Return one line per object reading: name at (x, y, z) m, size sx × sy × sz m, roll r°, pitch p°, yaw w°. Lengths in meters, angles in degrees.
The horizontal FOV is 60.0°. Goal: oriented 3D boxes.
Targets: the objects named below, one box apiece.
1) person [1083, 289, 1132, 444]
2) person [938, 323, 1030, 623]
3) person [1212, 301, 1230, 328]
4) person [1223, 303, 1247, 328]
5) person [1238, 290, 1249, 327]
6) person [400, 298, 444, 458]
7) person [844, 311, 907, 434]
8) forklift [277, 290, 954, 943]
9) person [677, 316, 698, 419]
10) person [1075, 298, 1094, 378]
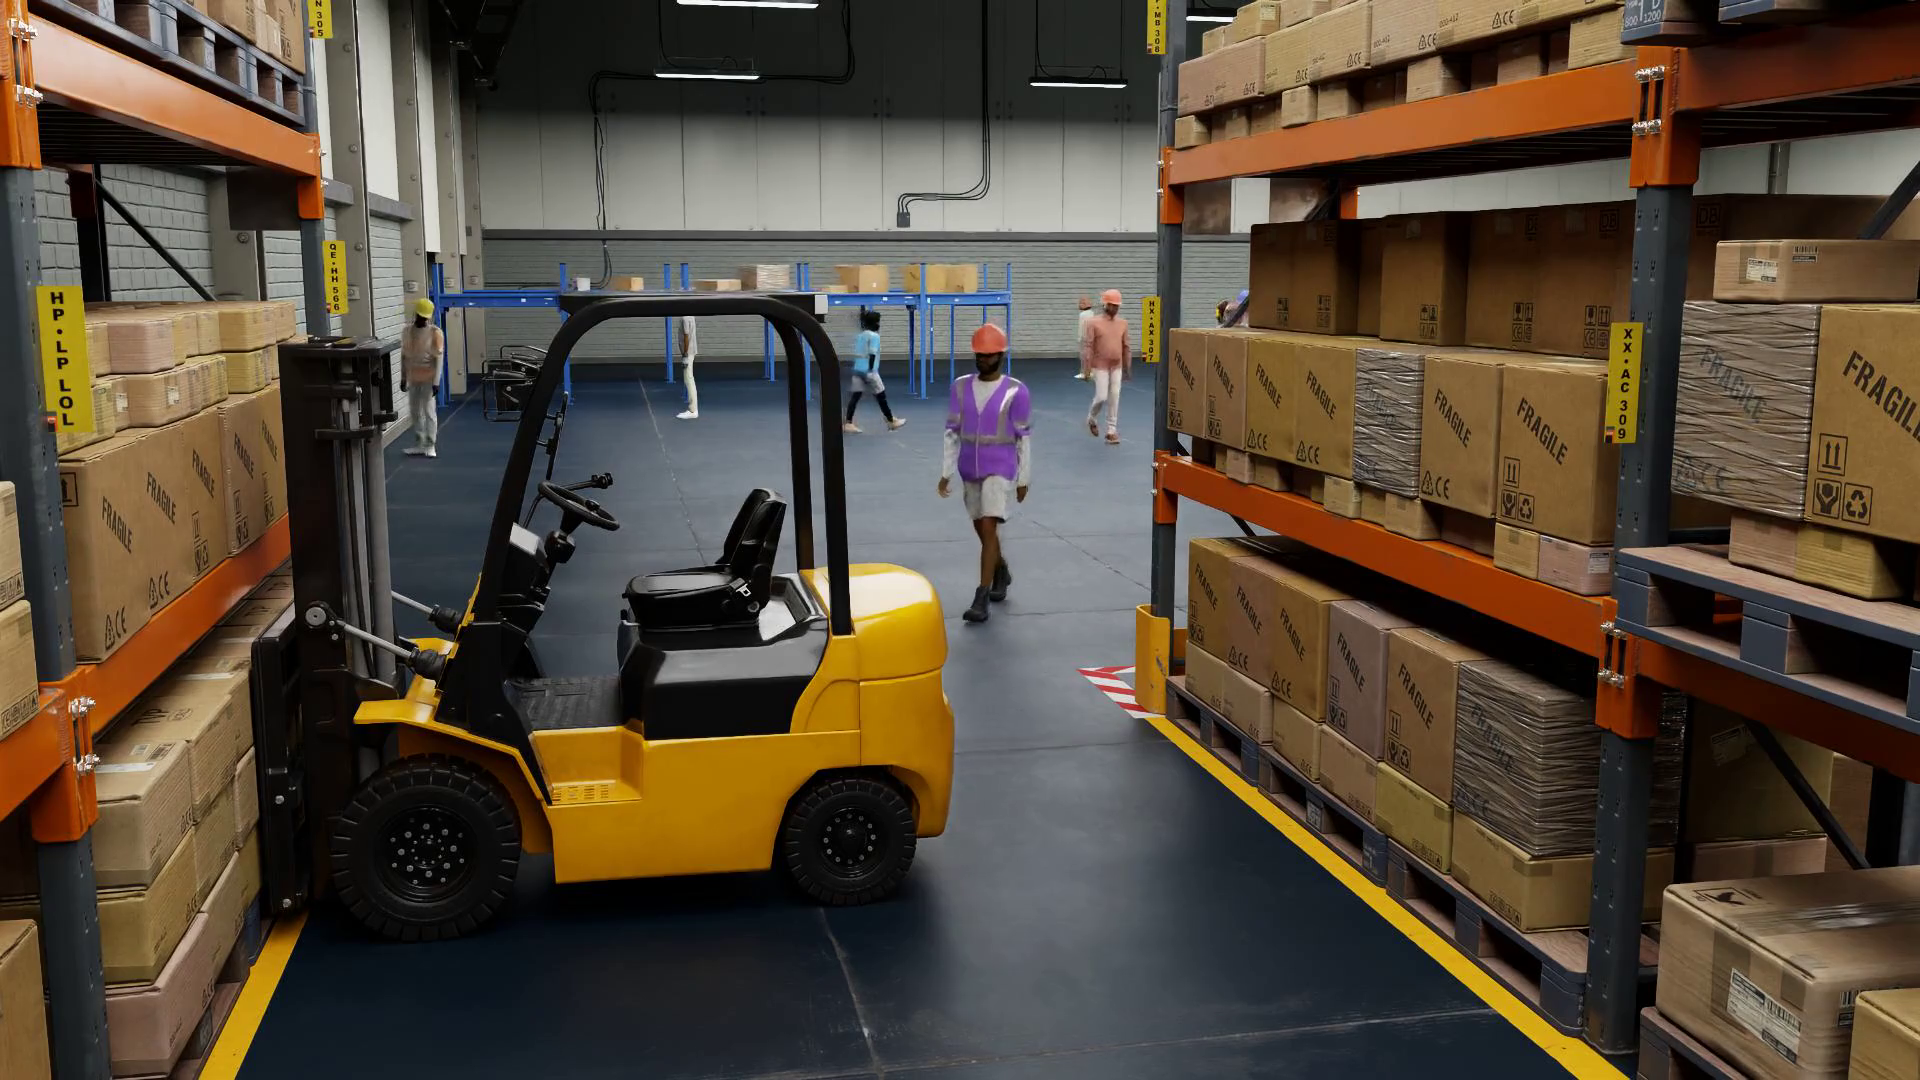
person at (1.879, -2.233, 21.357) m, size 0.656 × 1.975 × 0.557 m, roll -4°, pitch 10°, yaw -24°
person at (0.196, -0.474, 10.905) m, size 0.546 × 1.898 × 0.980 m, roll 4°, pitch 10°, yaw 25°
person at (3.297, -2.032, 20.624) m, size 0.581 × 1.843 × 0.593 m, roll -7°, pitch 11°, yaw -35°
person at (2.978, -1.631, 18.029) m, size 0.640 × 1.877 × 0.885 m, roll -4°, pitch 10°, yaw -23°
person at (4.565, -2.993, 26.285) m, size 0.691 × 1.874 × 1.020 m, roll 7°, pitch 12°, yaw 36°
person at (-6.417, -1.919, 19.736) m, size 0.750 × 1.887 × 0.353 m, roll 5°, pitch 10°, yaw 27°
person at (-1.185, -2.261, 22.502) m, size 0.944 × 1.636 × 0.554 m, roll -6°, pitch 11°, yaw -32°
forklift at (-1.179, 0.175, 6.143) m, size 2.313 × 2.155 × 1.214 m, roll -2°, pitch 10°, yaw -12°
person at (-4.104, -2.760, 24.926) m, size 0.319 × 1.864 × 0.516 m, roll -1°, pitch 9°, yaw -6°
person at (2.556, -4.110, 33.841) m, size 0.337 × 1.626 × 0.520 m, roll 7°, pitch 12°, yaw 37°
